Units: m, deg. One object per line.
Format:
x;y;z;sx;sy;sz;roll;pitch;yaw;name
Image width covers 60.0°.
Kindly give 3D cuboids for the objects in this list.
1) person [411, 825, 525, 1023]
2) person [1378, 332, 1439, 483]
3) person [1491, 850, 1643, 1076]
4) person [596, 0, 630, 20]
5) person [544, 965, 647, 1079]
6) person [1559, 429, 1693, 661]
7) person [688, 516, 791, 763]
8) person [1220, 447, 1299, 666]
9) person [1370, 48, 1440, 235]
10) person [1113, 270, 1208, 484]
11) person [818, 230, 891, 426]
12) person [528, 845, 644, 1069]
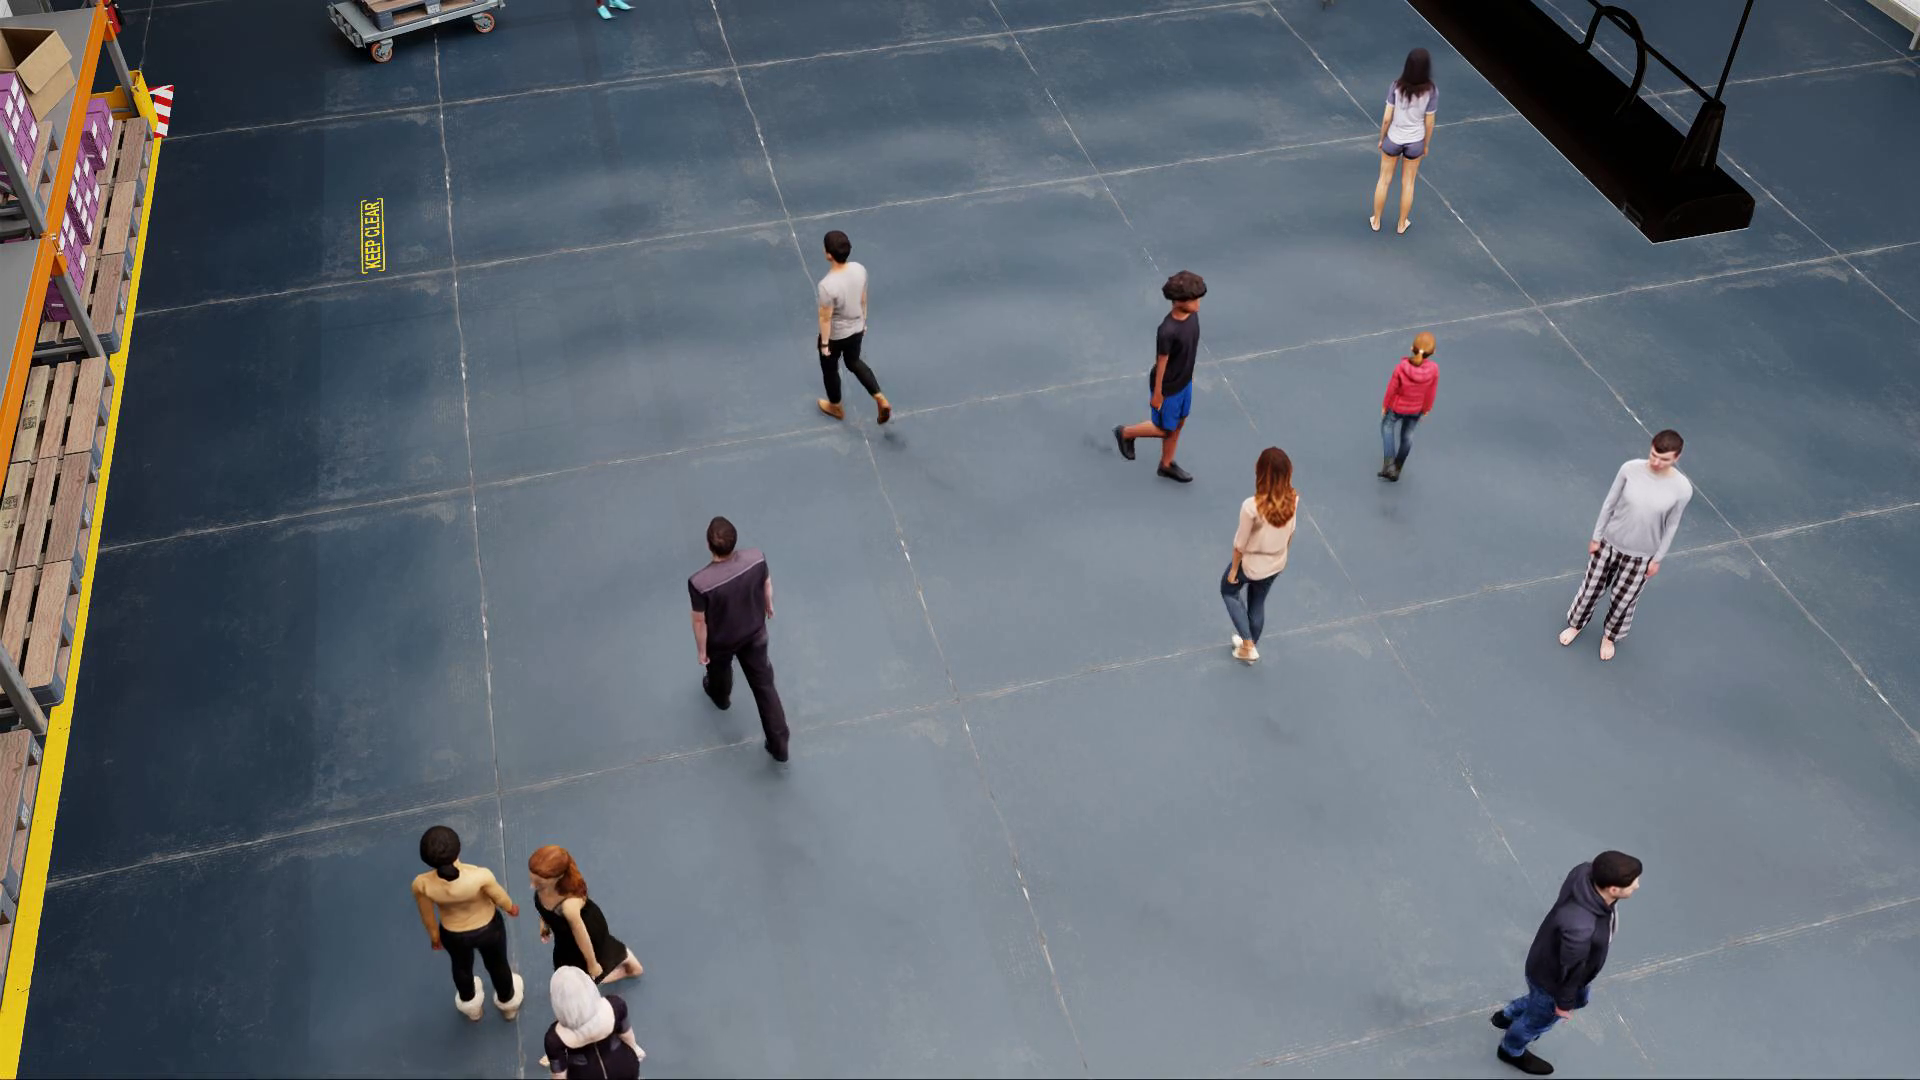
-2.579;2.079;8.784;0.645;1.659;0.636;-4;44;-5;person
3.280;-0.928;12.195;0.602;1.308;0.655;2;44;2;person
2.992;2.157;8.543;0.858;1.878;0.795;20;47;20;person
-3.815;-6.422;17.660;0.695;1.725;0.642;24;49;23;person
-1.712;2.608;8.102;0.667;1.833;0.611;-25;49;-24;person
4.351;0.015;10.813;0.687;1.847;0.755;23;48;23;person
-1.337;0.630;10.197;0.954;1.807;1.295;-22;48;-22;person
1.956;0.201;10.667;0.643;1.779;0.658;-15;46;-15;person
3.891;-3.494;14.580;0.657;1.733;0.658;11;45;11;person
1.471;-1.201;12.140;1.016;1.778;0.927;29;51;27;person
-0.834;-1.548;12.558;1.032;1.705;0.877;34;53;31;person
-1.962;2.068;8.852;0.840;1.580;0.965;-16;46;-16;person
